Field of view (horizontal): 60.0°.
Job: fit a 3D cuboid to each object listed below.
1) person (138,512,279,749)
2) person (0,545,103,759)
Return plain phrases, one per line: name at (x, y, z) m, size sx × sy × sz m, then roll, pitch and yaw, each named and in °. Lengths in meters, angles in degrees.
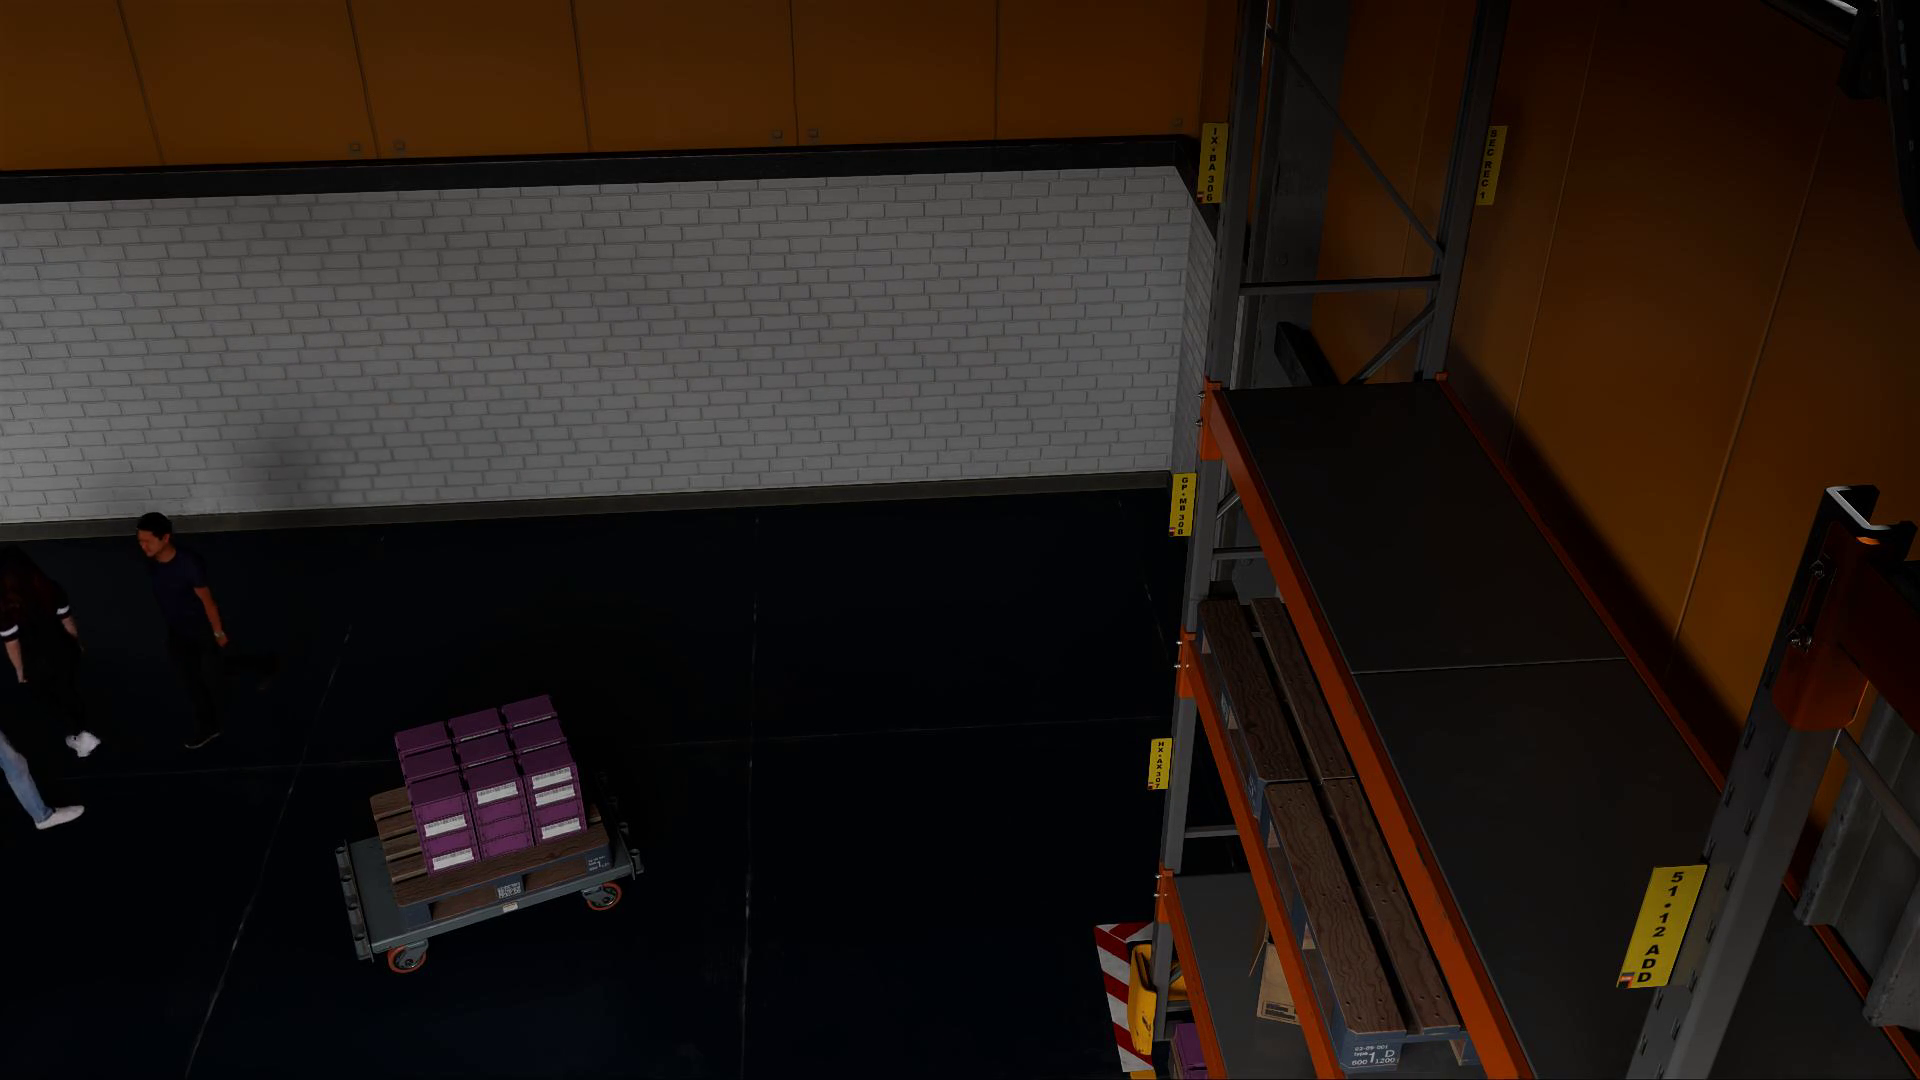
person at (-4.986, 0.517, 10.987) m, size 0.963 × 1.761 × 1.166 m, roll 14°, pitch 36°, yaw 20°
person at (-5.837, 0.781, 10.712) m, size 0.865 × 1.627 × 0.808 m, roll 23°, pitch 40°, yaw 30°
